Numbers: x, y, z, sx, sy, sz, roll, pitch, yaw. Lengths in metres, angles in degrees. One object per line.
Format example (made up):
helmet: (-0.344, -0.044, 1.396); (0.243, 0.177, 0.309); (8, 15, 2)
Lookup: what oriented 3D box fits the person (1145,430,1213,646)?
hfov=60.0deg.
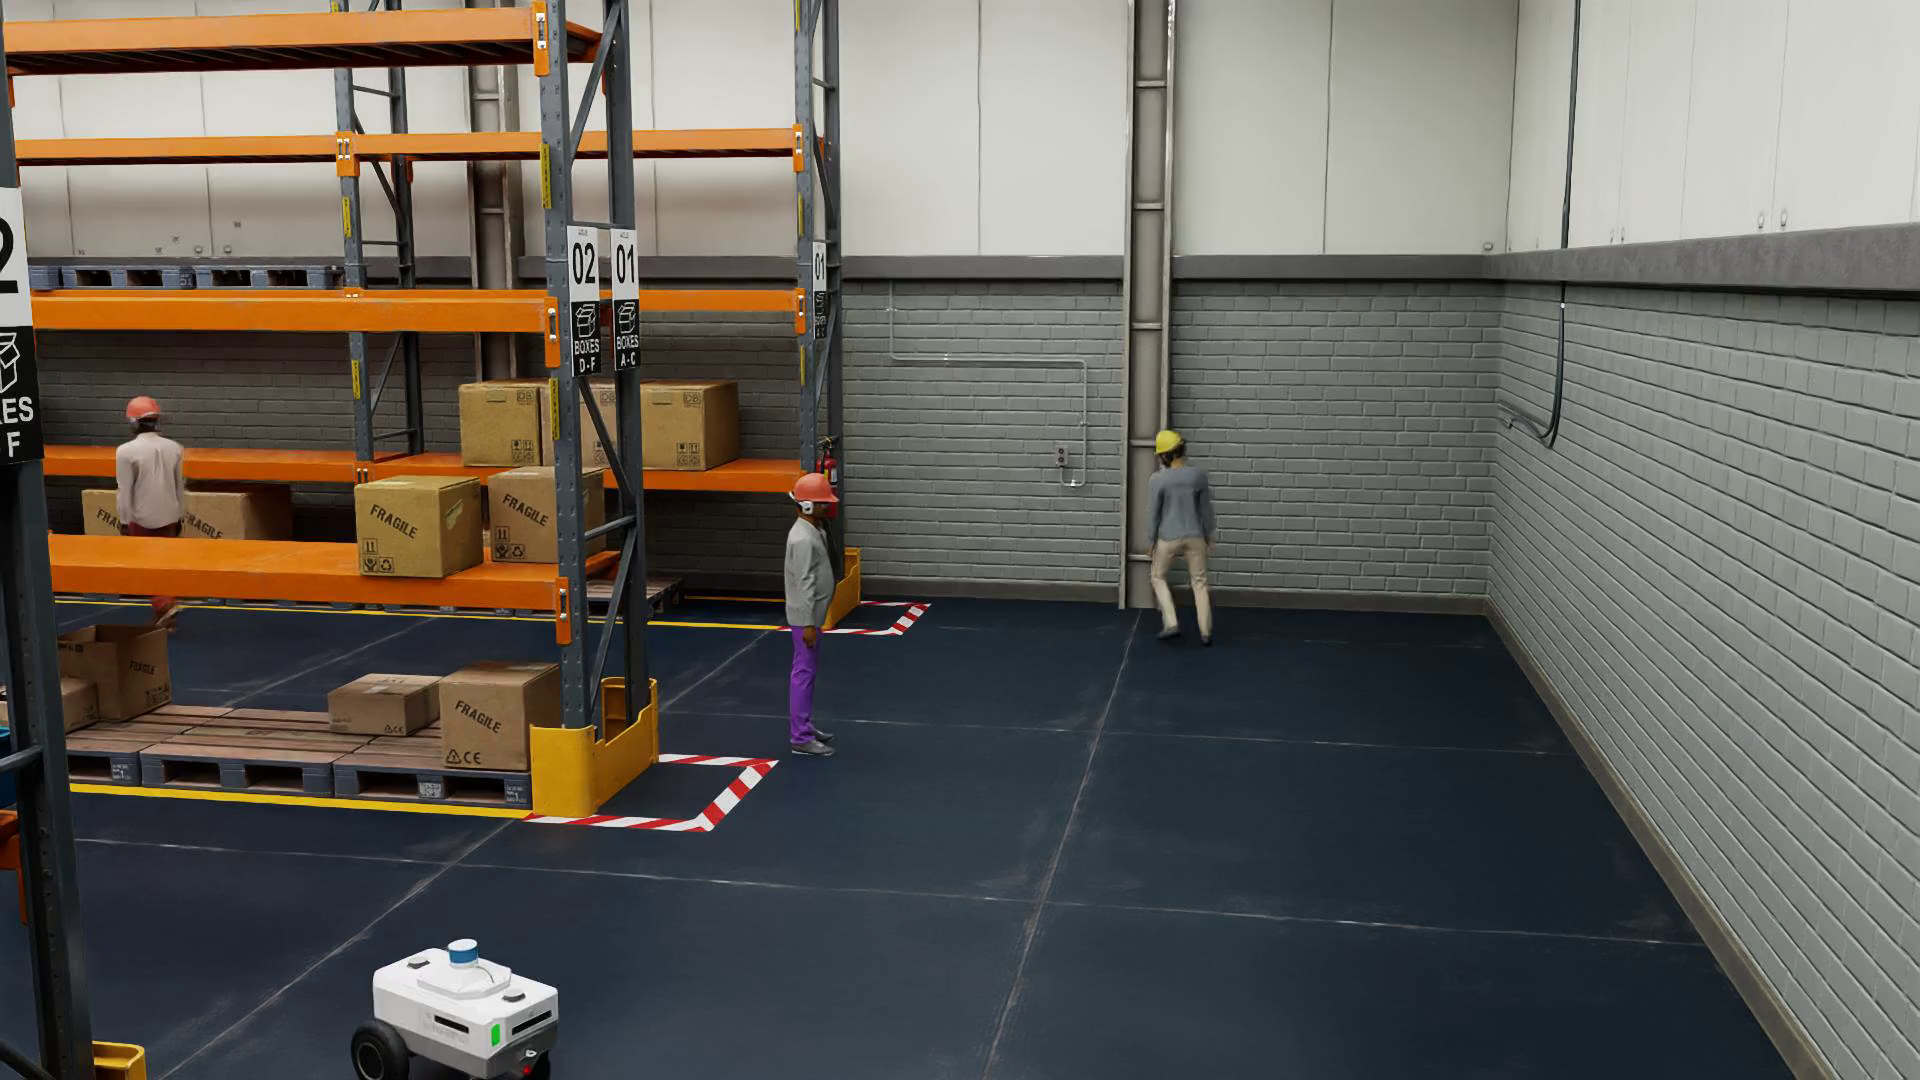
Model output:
person: (1.766, -0.008, 13.306); (0.598, 1.727, 0.489); (-3, 10, -18)

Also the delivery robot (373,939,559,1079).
delivery robot: (-1.797, 1.699, 6.052); (0.707, 0.478, 0.477); (6, 11, 33)

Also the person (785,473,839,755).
person: (-0.917, 0.451, 10.373); (0.341, 1.750, 0.565); (0, 9, -3)

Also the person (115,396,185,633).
person: (-6.646, -0.192, 13.664); (0.446, 1.974, 0.641); (4, 10, 26)
